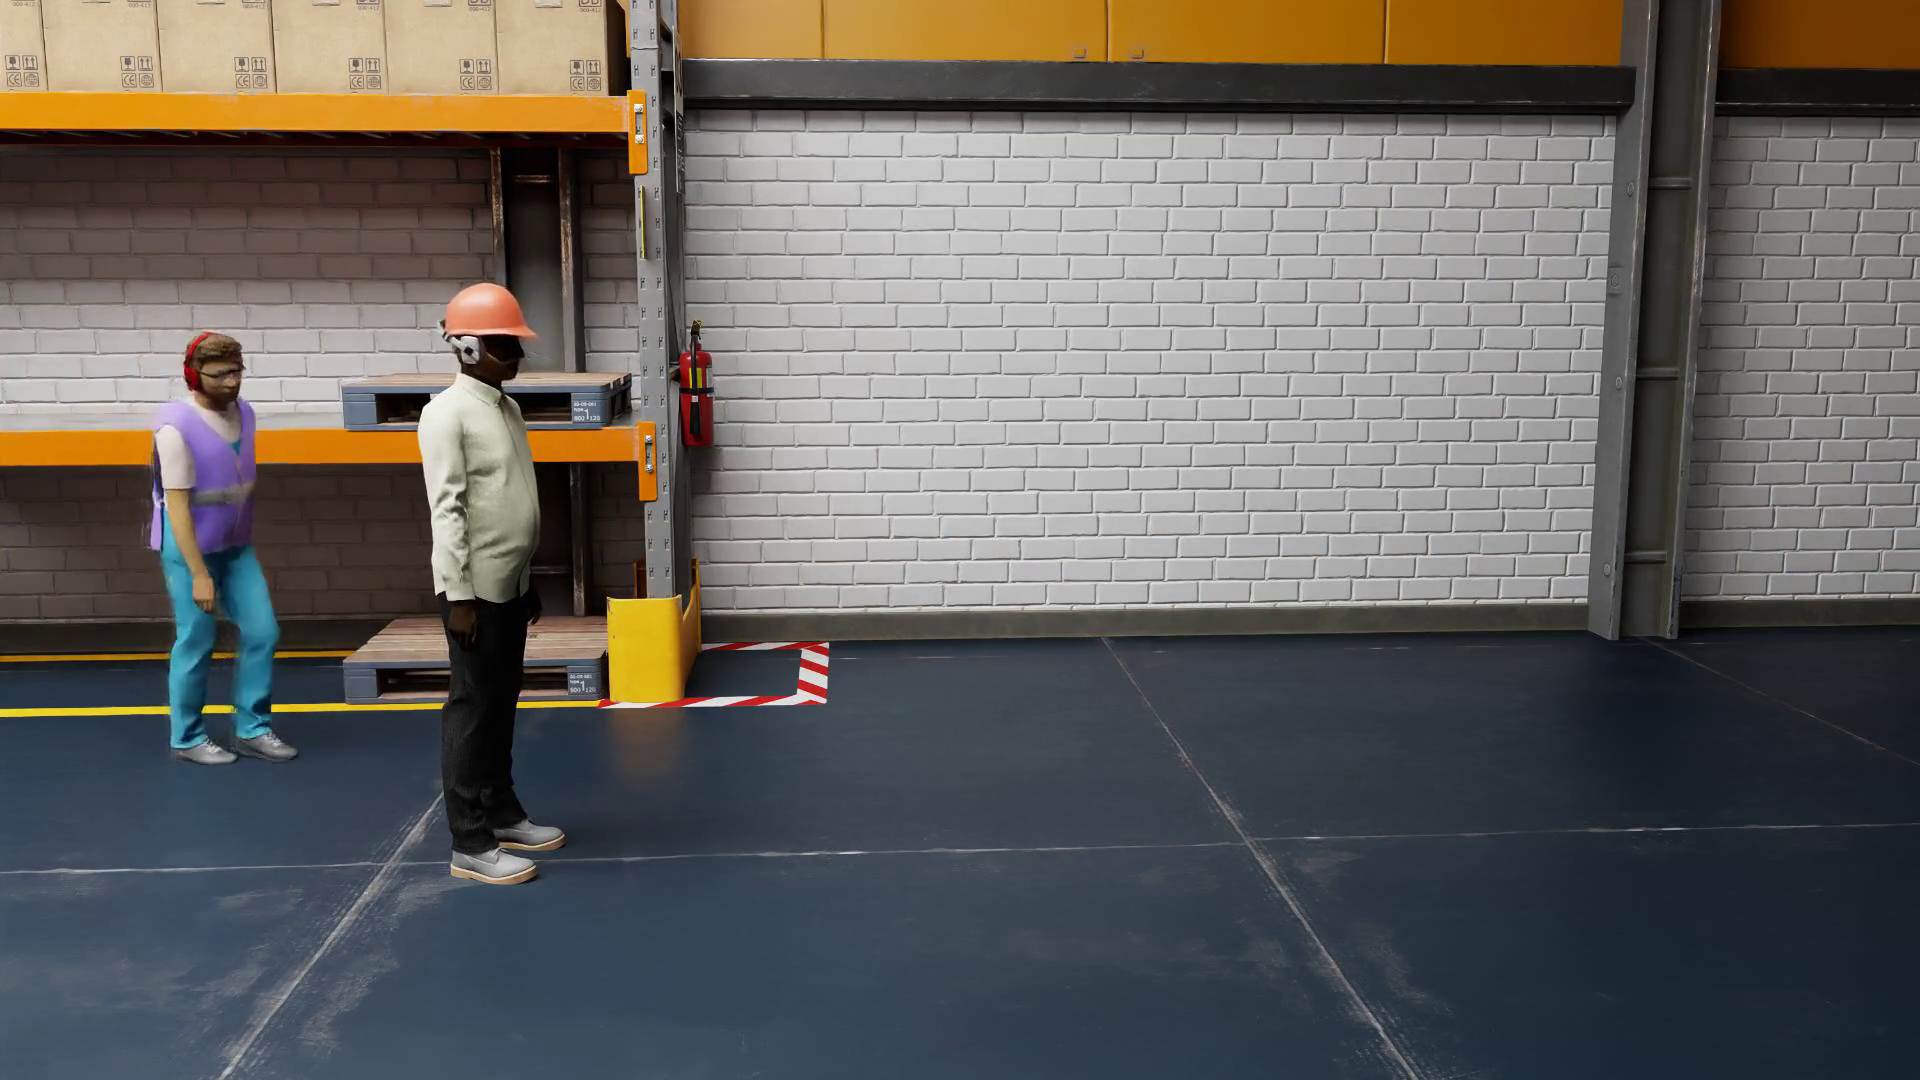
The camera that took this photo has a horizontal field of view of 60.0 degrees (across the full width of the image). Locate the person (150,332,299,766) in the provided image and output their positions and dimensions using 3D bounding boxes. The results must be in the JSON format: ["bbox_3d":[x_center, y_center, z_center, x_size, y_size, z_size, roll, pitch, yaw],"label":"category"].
[{"bbox_3d":[-3.022,0.065,6.713,0.632,1.792,0.598,2,9,13],"label":"person"}]

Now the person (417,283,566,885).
[{"bbox_3d":[-1.585,0.140,5.621,0.376,1.996,0.608,1,9,6],"label":"person"}]
